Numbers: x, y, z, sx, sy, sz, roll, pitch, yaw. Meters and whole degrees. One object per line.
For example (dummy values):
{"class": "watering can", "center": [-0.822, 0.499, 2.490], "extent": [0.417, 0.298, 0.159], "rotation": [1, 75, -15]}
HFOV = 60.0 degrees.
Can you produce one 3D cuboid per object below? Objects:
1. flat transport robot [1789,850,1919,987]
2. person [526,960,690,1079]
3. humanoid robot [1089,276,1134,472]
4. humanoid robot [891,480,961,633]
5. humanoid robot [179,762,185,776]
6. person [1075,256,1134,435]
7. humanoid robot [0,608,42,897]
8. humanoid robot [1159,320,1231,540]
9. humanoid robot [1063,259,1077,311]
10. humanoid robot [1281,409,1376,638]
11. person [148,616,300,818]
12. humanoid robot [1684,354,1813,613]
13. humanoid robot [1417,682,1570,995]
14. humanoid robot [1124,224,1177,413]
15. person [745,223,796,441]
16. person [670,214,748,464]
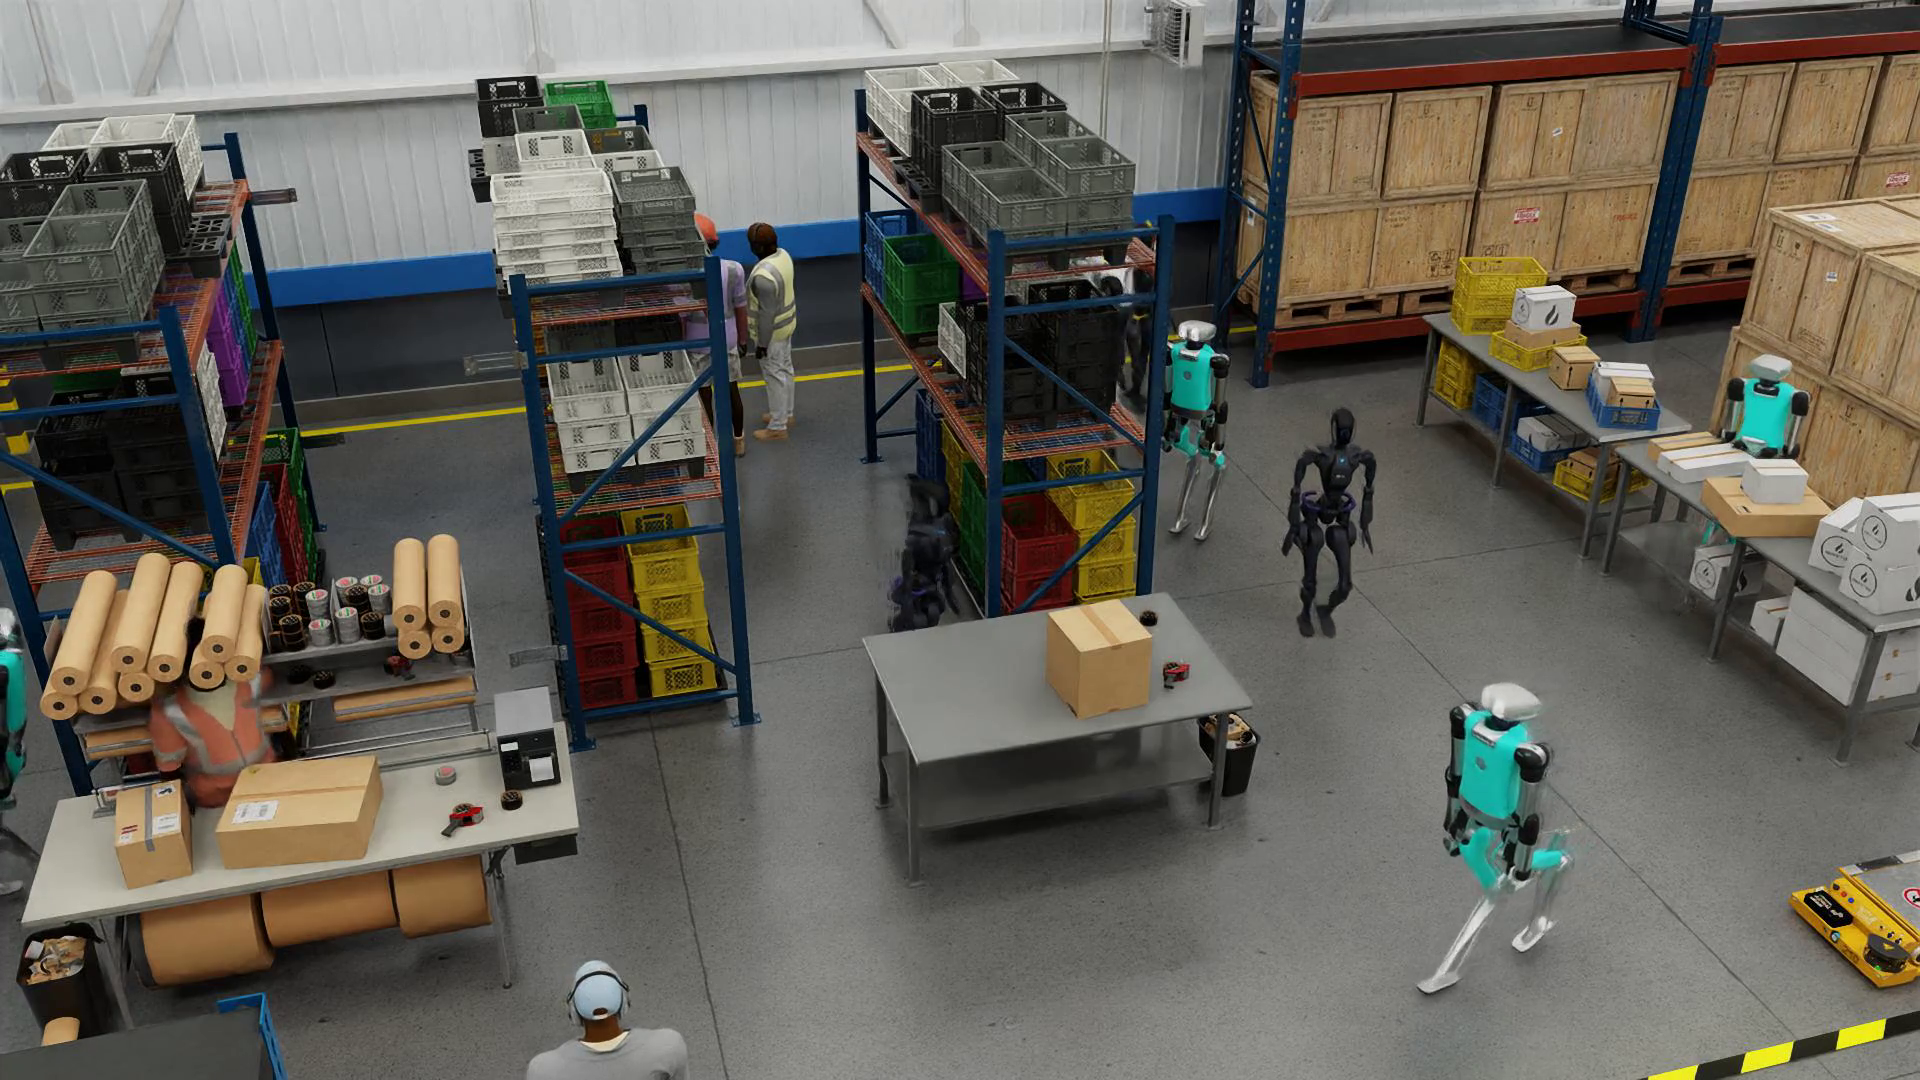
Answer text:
{"class": "flat transport robot", "center": [5.163, 1.916, 8.676], "extent": [1.431, 0.231, 0.659], "rotation": [-8, 30, -14]}
{"class": "person", "center": [-1.287, 2.316, 6.302], "extent": [0.597, 1.850, 0.386], "rotation": [-9, 30, -16]}
{"class": "humanoid robot", "center": [1.091, -1.293, 13.079], "extent": [0.611, 1.616, 0.735], "rotation": [-22, 36, -34]}
{"class": "humanoid robot", "center": [-0.232, 0.389, 9.998], "extent": [0.432, 1.646, 0.589], "rotation": [15, 32, 25]}
{"class": "humanoid robot", "center": [-3.881, 1.165, 8.606], "extent": [0.666, 1.639, 0.608], "rotation": [10, 30, 18]}
{"class": "person", "center": [1.150, -1.759, 13.706], "extent": [0.618, 1.863, 0.449], "rotation": [-15, 32, -25]}
{"class": "humanoid robot", "center": [-5.061, 1.183, 8.497], "extent": [0.855, 1.766, 0.548], "rotation": [-9, 30, -17]}
{"class": "humanoid robot", "center": [1.757, -0.849, 12.081], "extent": [0.530, 1.699, 0.712], "rotation": [17, 33, 28]}
{"class": "humanoid robot", "center": [1.174, -2.108, 14.512], "extent": [0.797, 1.807, 0.530], "rotation": [18, 33, 29]}
{"class": "humanoid robot", "center": [2.410, -0.099, 10.873], "extent": [0.602, 1.642, 0.355], "rotation": [-2, 29, -3]}
{"class": "person", "center": [-3.584, 1.205, 8.228], "extent": [0.451, 1.949, 0.682], "rotation": [23, 36, 36]}
{"class": "humanoid robot", "center": [5.218, -0.271, 11.244], "extent": [0.800, 1.893, 0.573], "rotation": [-24, 37, -37]}
{"class": "humanoid robot", "center": [2.718, 1.409, 8.122], "extent": [1.043, 1.765, 0.548], "rotation": [-17, 33, -28]}
{"class": "humanoid robot", "center": [1.563, -1.903, 14.171], "extent": [0.601, 1.642, 0.547], "rotation": [-10, 30, -18]}
{"class": "person", "center": [-1.562, -1.711, 13.647], "extent": [0.430, 1.838, 0.618], "rotation": [5, 29, 9]}
{"class": "person", "center": [-1.977, -1.585, 13.201], "extent": [0.604, 2.048, 0.366], "rotation": [-12, 31, -20]}
